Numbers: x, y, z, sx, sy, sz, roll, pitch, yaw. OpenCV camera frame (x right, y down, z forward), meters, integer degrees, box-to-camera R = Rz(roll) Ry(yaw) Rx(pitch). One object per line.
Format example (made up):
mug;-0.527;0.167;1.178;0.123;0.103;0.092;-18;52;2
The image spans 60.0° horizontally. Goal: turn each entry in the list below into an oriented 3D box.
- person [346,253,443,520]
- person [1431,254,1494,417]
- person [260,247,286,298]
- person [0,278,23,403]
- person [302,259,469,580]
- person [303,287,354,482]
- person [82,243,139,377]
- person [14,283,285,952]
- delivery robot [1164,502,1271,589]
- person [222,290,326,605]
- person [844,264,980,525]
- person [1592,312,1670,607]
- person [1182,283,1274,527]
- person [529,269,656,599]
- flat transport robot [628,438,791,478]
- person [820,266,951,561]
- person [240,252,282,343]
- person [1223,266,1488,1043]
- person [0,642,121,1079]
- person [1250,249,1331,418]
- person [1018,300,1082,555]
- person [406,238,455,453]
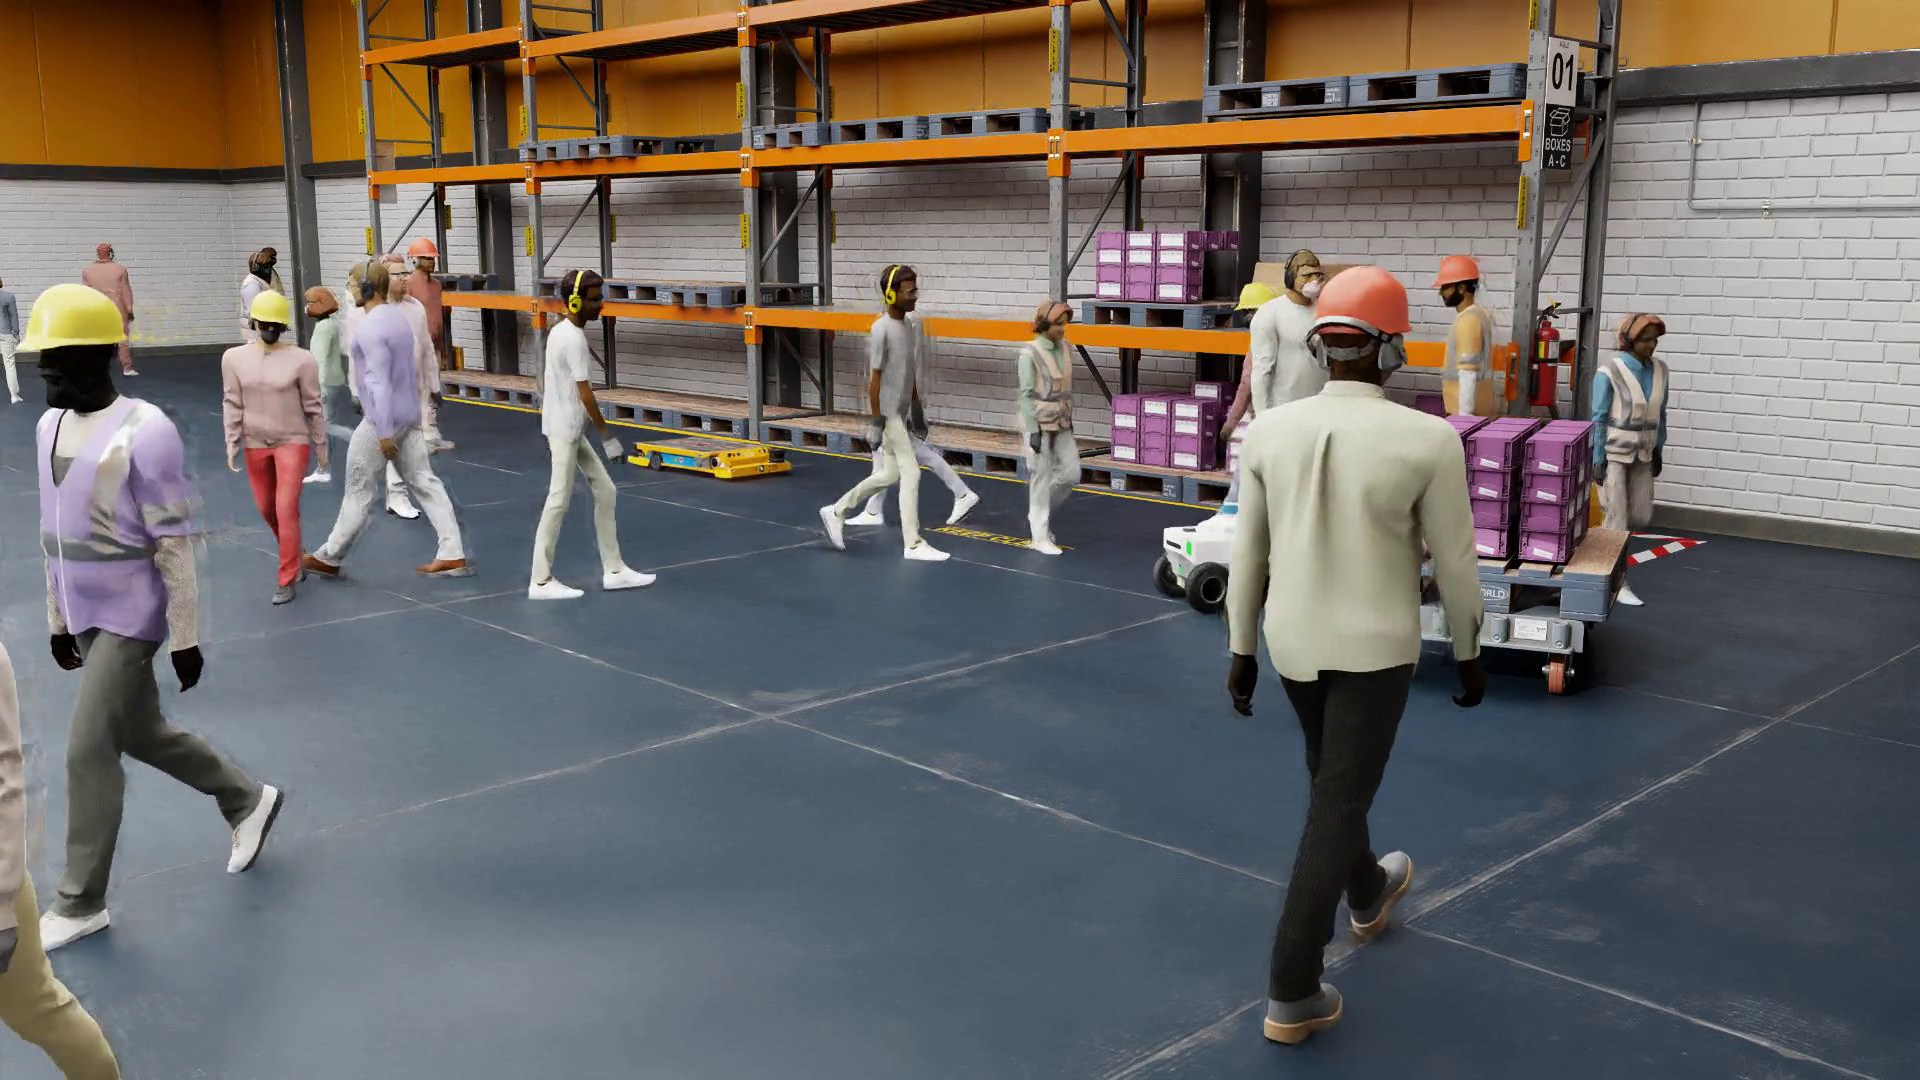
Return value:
person;-3.967;-1.088;11.880;0.616;1.885;0.679;5;12;27
person;3.269;-0.833;10.467;0.697;1.916;0.576;3;11;17
person;-10.553;-3.554;25.479;0.430;1.840;0.625;-2;11;-13
person;-11.611;-2.455;20.046;0.500;1.633;0.279;-5;12;-26
person;-3.406;-0.687;9.743;1.049;1.884;0.646;0;10;2
person;-5.093;-1.259;13.591;0.645;1.613;0.515;-3;11;-14
person;-12.167;-3.289;23.843;0.636;1.911;0.406;-1;10;-6
person;-2.447;0.191;4.925;0.594;1.895;0.898;7;13;34
delivery robot;1.494;0.035;9.152;0.707;0.478;0.477;-3;11;-18
person;-3.833;-0.551;9.396;0.519;1.734;0.757;-1;10;-3
person;-0.331;-0.997;11.567;0.921;1.844;0.526;2;11;9
person;3.629;-0.459;9.206;0.526;1.616;0.543;-4;11;-22
person;1.827;-0.754;10.542;0.908;1.717;0.531;3;11;18
person;-2.043;-0.570;9.220;0.842;1.826;0.525;-2;11;-13
flat transport robot;-2.173;-0.725;14.321;1.431;0.197;0.652;9;14;42
person;-0.484;-0.787;10.390;0.813;1.844;0.532;2;11;13
person;-7.553;-2.191;18.049;0.430;1.840;0.622;-3;11;-16
person;1.059;0.261;4.395;0.622;1.937;1.036;9;14;42
person;-1.984;0.655;3.221;0.518;1.586;0.873;2;11;12
person;1.985;-0.745;9.885;0.632;1.938;0.359;-6;12;-31
person;0.557;-0.703;10.505;0.386;1.620;0.542;9;14;41
person;-5.008;-1.821;15.595;0.386;1.996;0.610;3;11;16
